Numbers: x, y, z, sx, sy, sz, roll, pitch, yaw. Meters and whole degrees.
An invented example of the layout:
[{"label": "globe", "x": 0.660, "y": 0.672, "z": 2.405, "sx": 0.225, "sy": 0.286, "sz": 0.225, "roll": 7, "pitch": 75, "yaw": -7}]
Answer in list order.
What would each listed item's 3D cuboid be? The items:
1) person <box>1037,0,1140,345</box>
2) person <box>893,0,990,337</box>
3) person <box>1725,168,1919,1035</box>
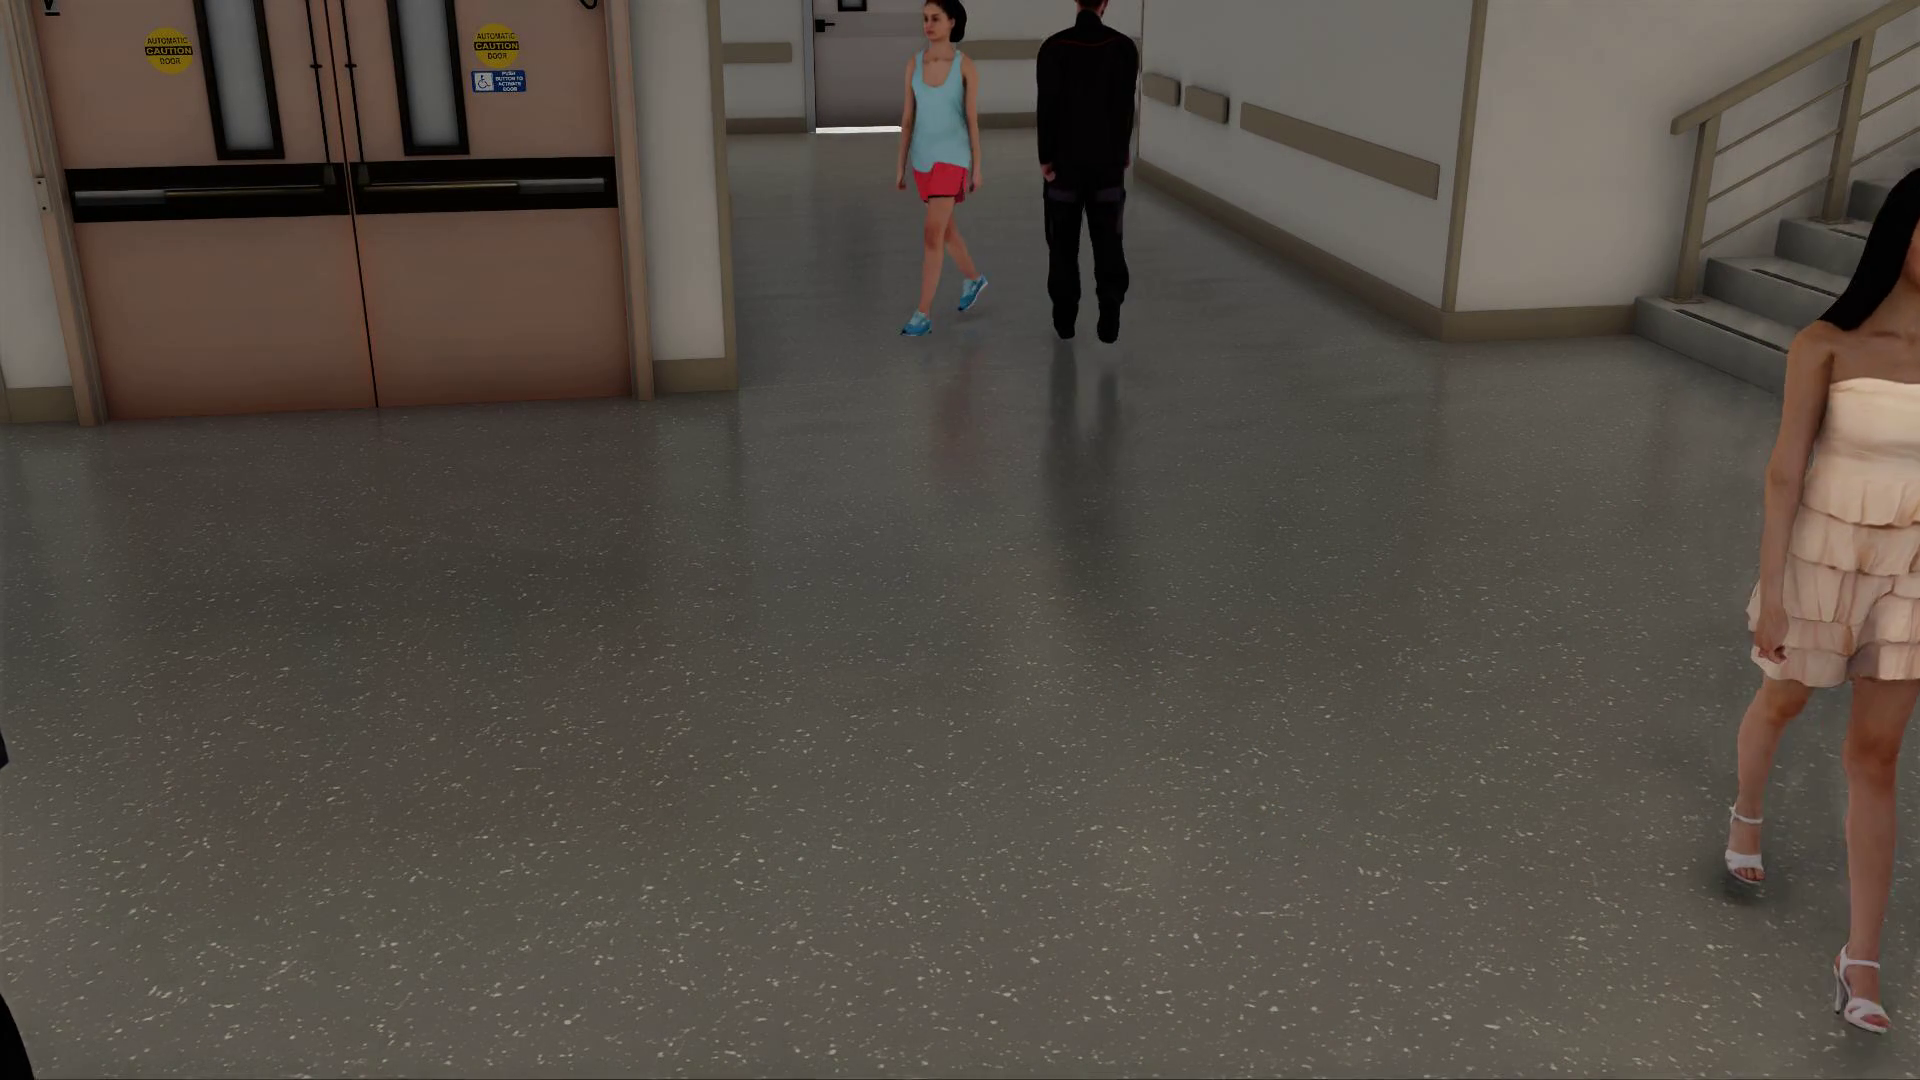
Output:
[{"label": "person", "x": 0.667, "y": -1.908, "z": 8.503, "sx": 1.045, "sy": 1.886, "sz": 0.814, "roll": -2, "pitch": 21, "yaw": -5}, {"label": "person", "x": -0.061, "y": -1.991, "z": 8.952, "sx": 1.176, "sy": 1.723, "sz": 1.138, "roll": 11, "pitch": 24, "yaw": 27}, {"label": "person", "x": 1.819, "y": 0.092, "z": 3.507, "sx": 1.072, "sy": 1.685, "sz": 0.880, "roll": 3, "pitch": 21, "yaw": 9}]
